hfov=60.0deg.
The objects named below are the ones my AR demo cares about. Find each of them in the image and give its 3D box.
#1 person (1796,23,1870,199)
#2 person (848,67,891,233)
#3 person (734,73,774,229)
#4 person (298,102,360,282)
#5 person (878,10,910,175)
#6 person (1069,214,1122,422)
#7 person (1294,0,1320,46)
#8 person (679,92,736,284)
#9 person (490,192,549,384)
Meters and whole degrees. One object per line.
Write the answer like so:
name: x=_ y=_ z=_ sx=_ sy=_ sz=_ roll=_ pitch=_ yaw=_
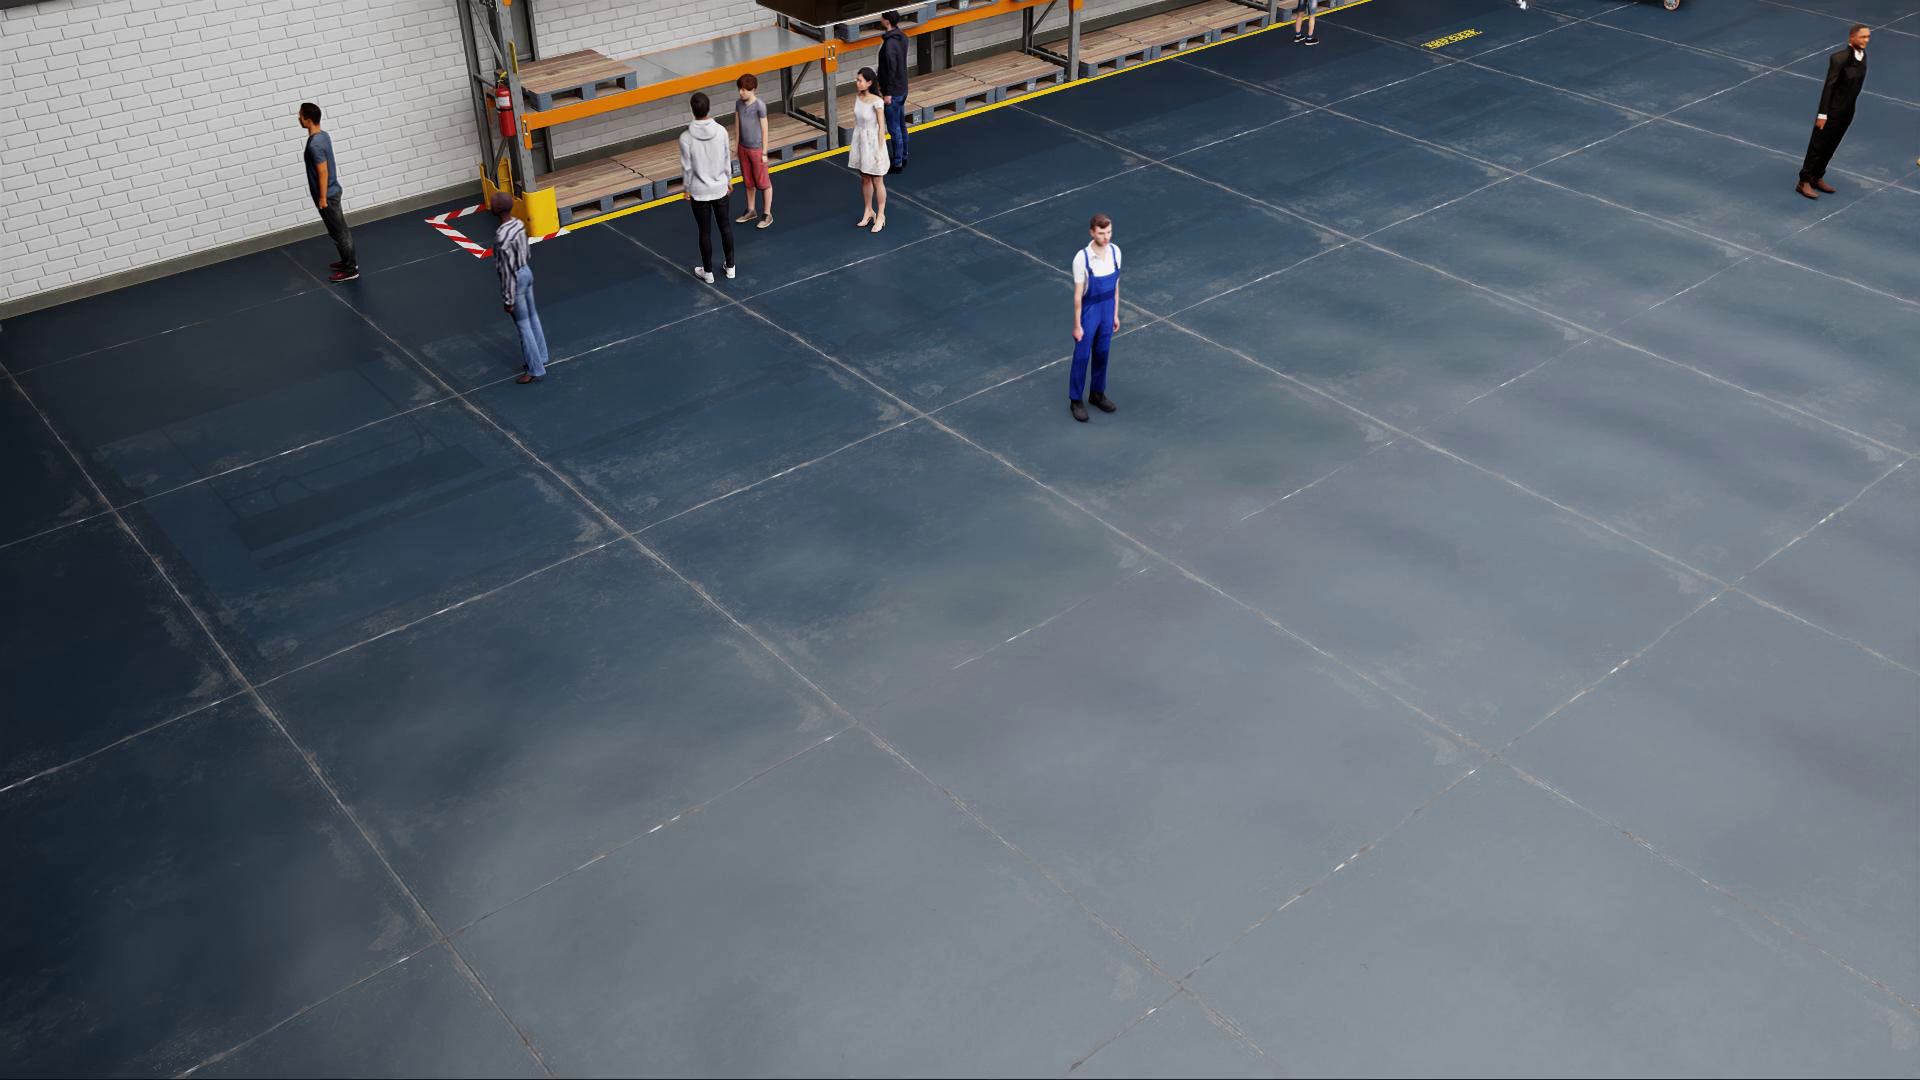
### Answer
person: x=9.774 y=-4.806 z=18.564 sx=0.605 sy=1.905 sz=0.780 roll=-18 pitch=38 yaw=-25
person: x=-0.965 y=-4.150 z=17.696 sx=0.629 sy=1.773 sz=0.646 roll=-27 pitch=42 yaw=-34
person: x=-2.219 y=-4.204 z=17.887 sx=0.638 sy=1.651 sz=0.625 roll=19 pitch=38 yaw=26
person: x=-6.344 y=-3.498 z=16.681 sx=0.703 sy=1.809 sz=0.733 roll=-7 pitch=34 yaw=-11
person: x=-0.749 y=-5.176 z=19.130 sx=0.823 sy=1.894 sz=0.717 roll=9 pitch=35 yaw=13
person: x=1.165 y=-1.944 z=14.307 sx=0.553 sy=1.850 sz=0.724 roll=-18 pitch=38 yaw=-25
person: x=4.906 y=-7.724 z=23.366 sx=0.475 sy=1.448 sz=0.515 roll=-25 pitch=41 yaw=-33
person: x=-2.500 y=-3.518 z=16.602 sx=0.615 sy=1.930 sz=0.786 roll=-16 pitch=37 yaw=-23
person: x=-3.938 y=-2.252 z=14.821 sx=0.748 sy=1.794 sz=0.688 roll=3 pitch=34 yaw=4
